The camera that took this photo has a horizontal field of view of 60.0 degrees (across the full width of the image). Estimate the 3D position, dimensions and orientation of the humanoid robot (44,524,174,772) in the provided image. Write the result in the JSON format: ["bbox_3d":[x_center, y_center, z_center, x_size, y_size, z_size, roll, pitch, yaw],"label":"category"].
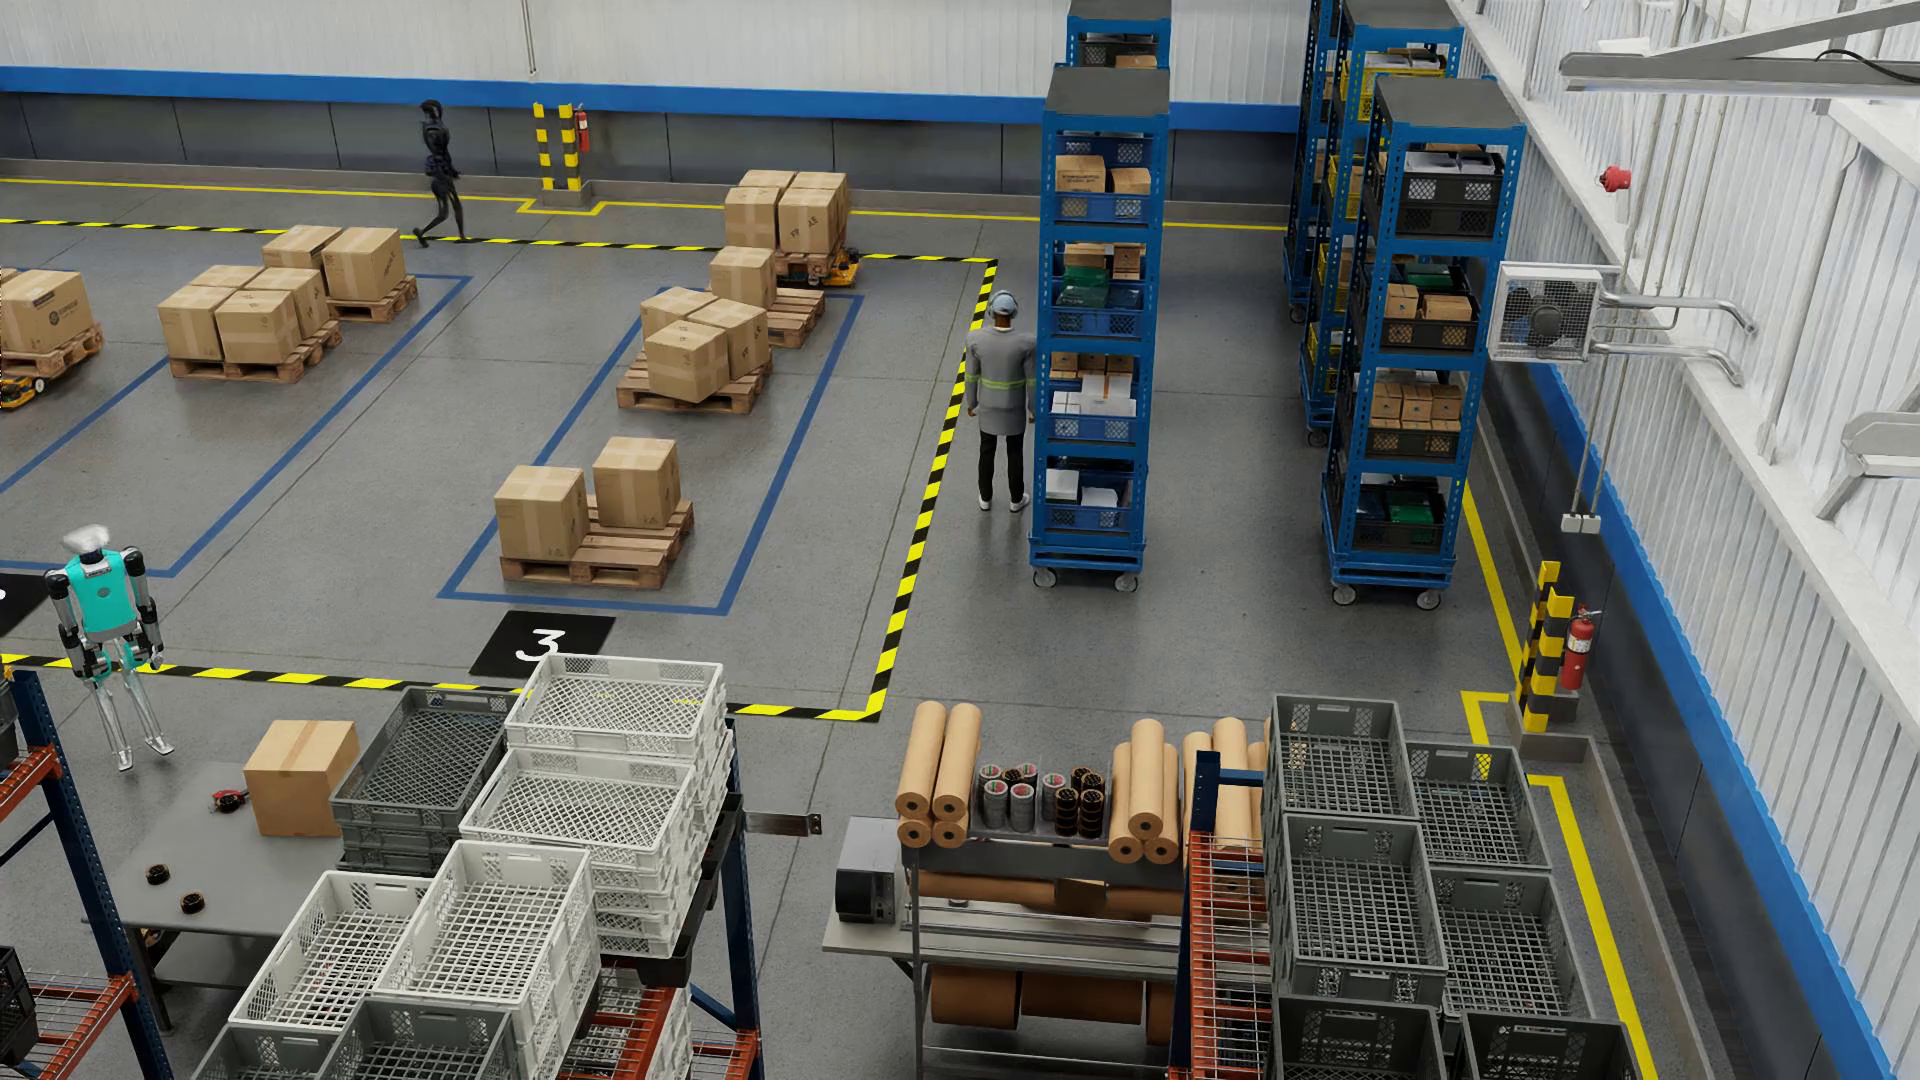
[{"bbox_3d":[-5.162,0.585,10.080,0.533,1.673,0.735,-22,37,-32],"label":"humanoid robot"}]

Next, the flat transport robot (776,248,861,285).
[{"bbox_3d":[-1.818,-2.944,17.702,1.431,0.197,0.652,3,30,6],"label":"flat transport robot"}]

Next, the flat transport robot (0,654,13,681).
[{"bbox_3d":[-7.142,0.969,11.010,1.431,0.231,0.659,3,30,6],"label":"flat transport robot"}]

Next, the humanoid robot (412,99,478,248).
[{"bbox_3d":[-5.732,-4.015,18.188,0.624,1.642,0.592,-2,30,-4],"label":"humanoid robot"}]

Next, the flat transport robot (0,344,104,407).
[{"bbox_3d":[-8.670,-1.627,15.440,0.652,0.197,1.431,3,30,6],"label":"flat transport robot"}]

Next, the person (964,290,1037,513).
[{"bbox_3d":[0.337,-1.081,12.955,0.596,1.851,0.382,5,31,9],"label":"person"}]
